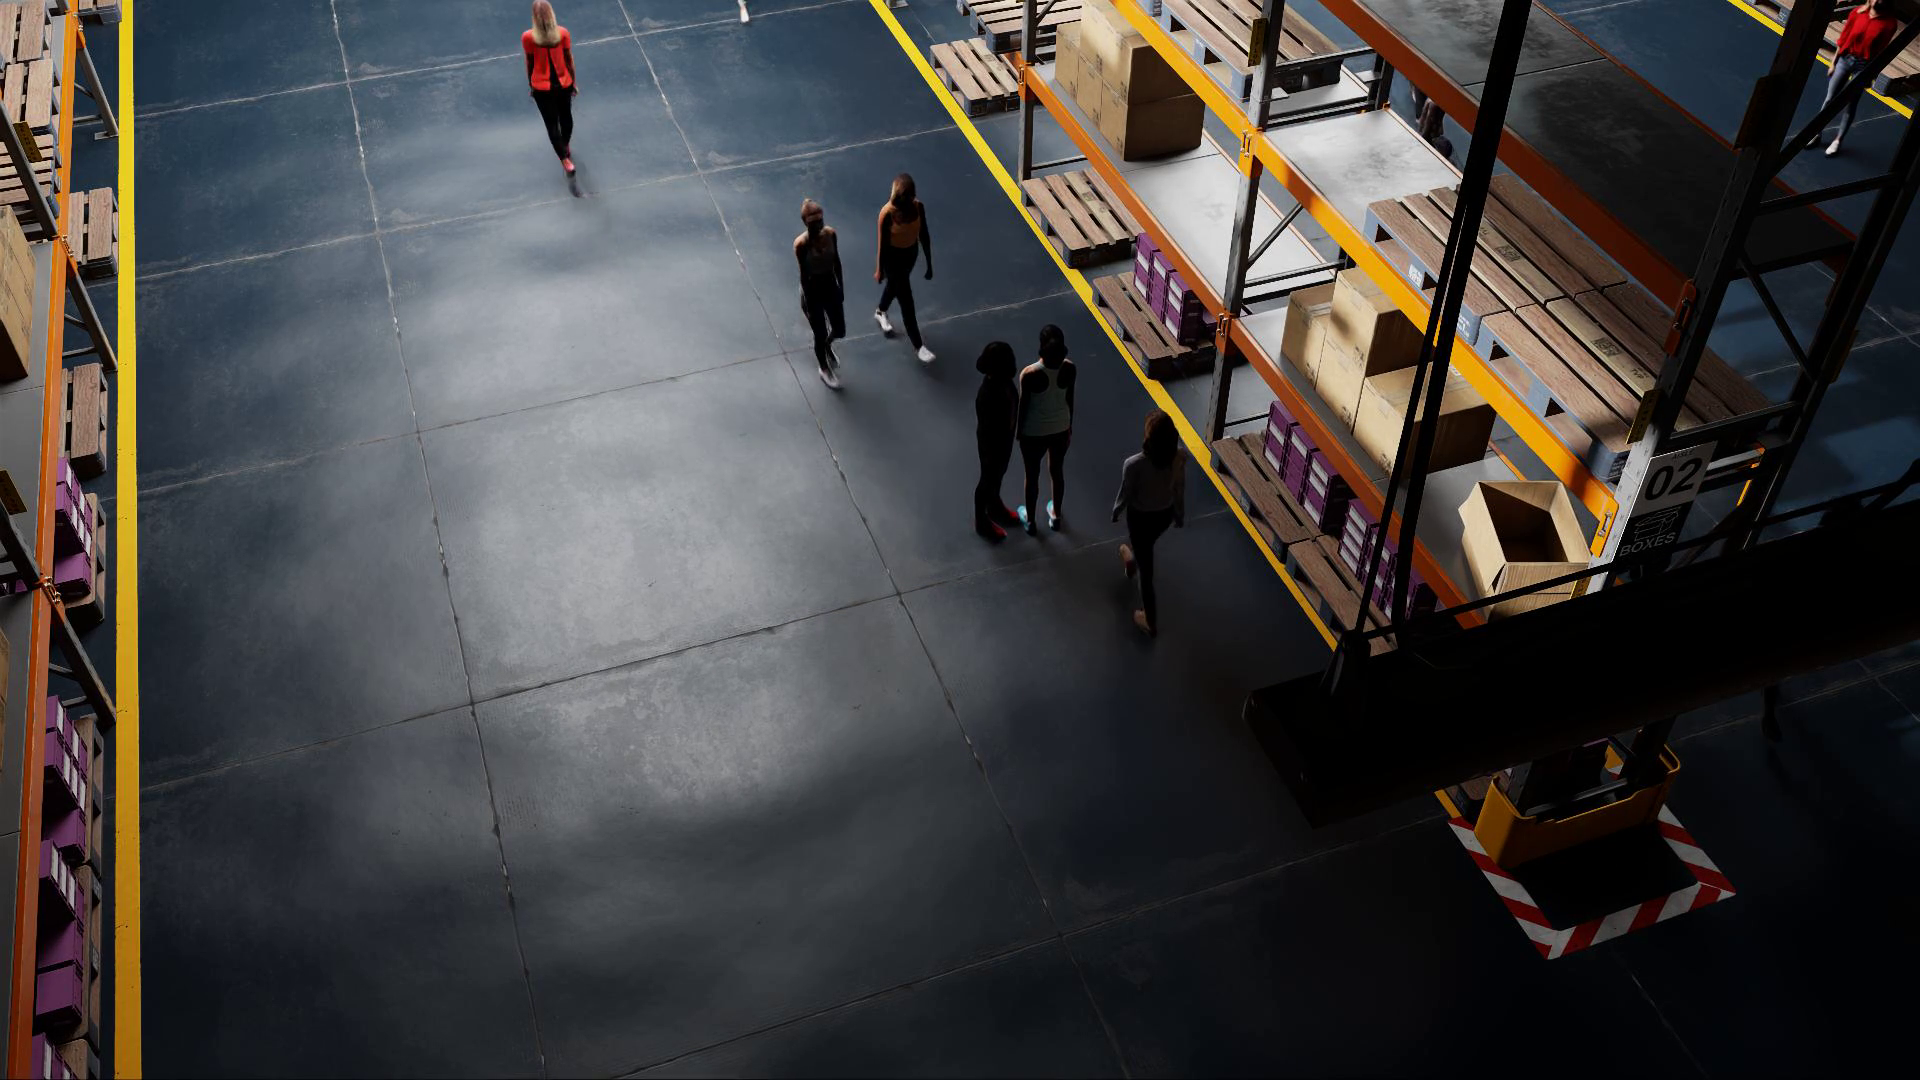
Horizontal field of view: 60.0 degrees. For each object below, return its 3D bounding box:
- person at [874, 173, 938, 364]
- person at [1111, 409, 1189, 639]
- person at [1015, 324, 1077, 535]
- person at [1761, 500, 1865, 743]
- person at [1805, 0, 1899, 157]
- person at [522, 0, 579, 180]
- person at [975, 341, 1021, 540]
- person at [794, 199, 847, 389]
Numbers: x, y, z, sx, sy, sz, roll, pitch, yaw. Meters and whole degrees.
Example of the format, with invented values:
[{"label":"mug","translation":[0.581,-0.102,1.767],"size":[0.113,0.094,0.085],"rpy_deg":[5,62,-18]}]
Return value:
[{"label":"person","translation":[-0.521,-2.286,13.479],"size":[0.804,1.576,1.207],"rpy_deg":[-25,49,-24]},{"label":"person","translation":[1.279,-0.074,11.026],"size":[0.636,1.756,1.042],"rpy_deg":[-12,45,-13]},{"label":"person","translation":[0.607,-0.781,11.763],"size":[0.579,1.764,0.564],"rpy_deg":[-11,45,-11]},{"label":"person","translation":[5.368,0.353,10.625],"size":[0.928,1.691,1.231],"rpy_deg":[2,44,2]},{"label":"person","translation":[8.428,-4.450,15.659],"size":[0.609,1.702,0.746],"rpy_deg":[34,53,31]},{"label":"person","translation":[-3.742,-4.141,15.362],"size":[0.619,1.666,1.098],"rpy_deg":[-16,46,-16]},{"label":"person","translation":[0.245,-0.724,11.767],"size":[0.722,1.676,0.653],"rpy_deg":[16,46,16]},{"label":"person","translation":[-1.147,-1.957,13.053],"size":[0.656,1.687,0.734],"rpy_deg":[-30,51,-28]}]
